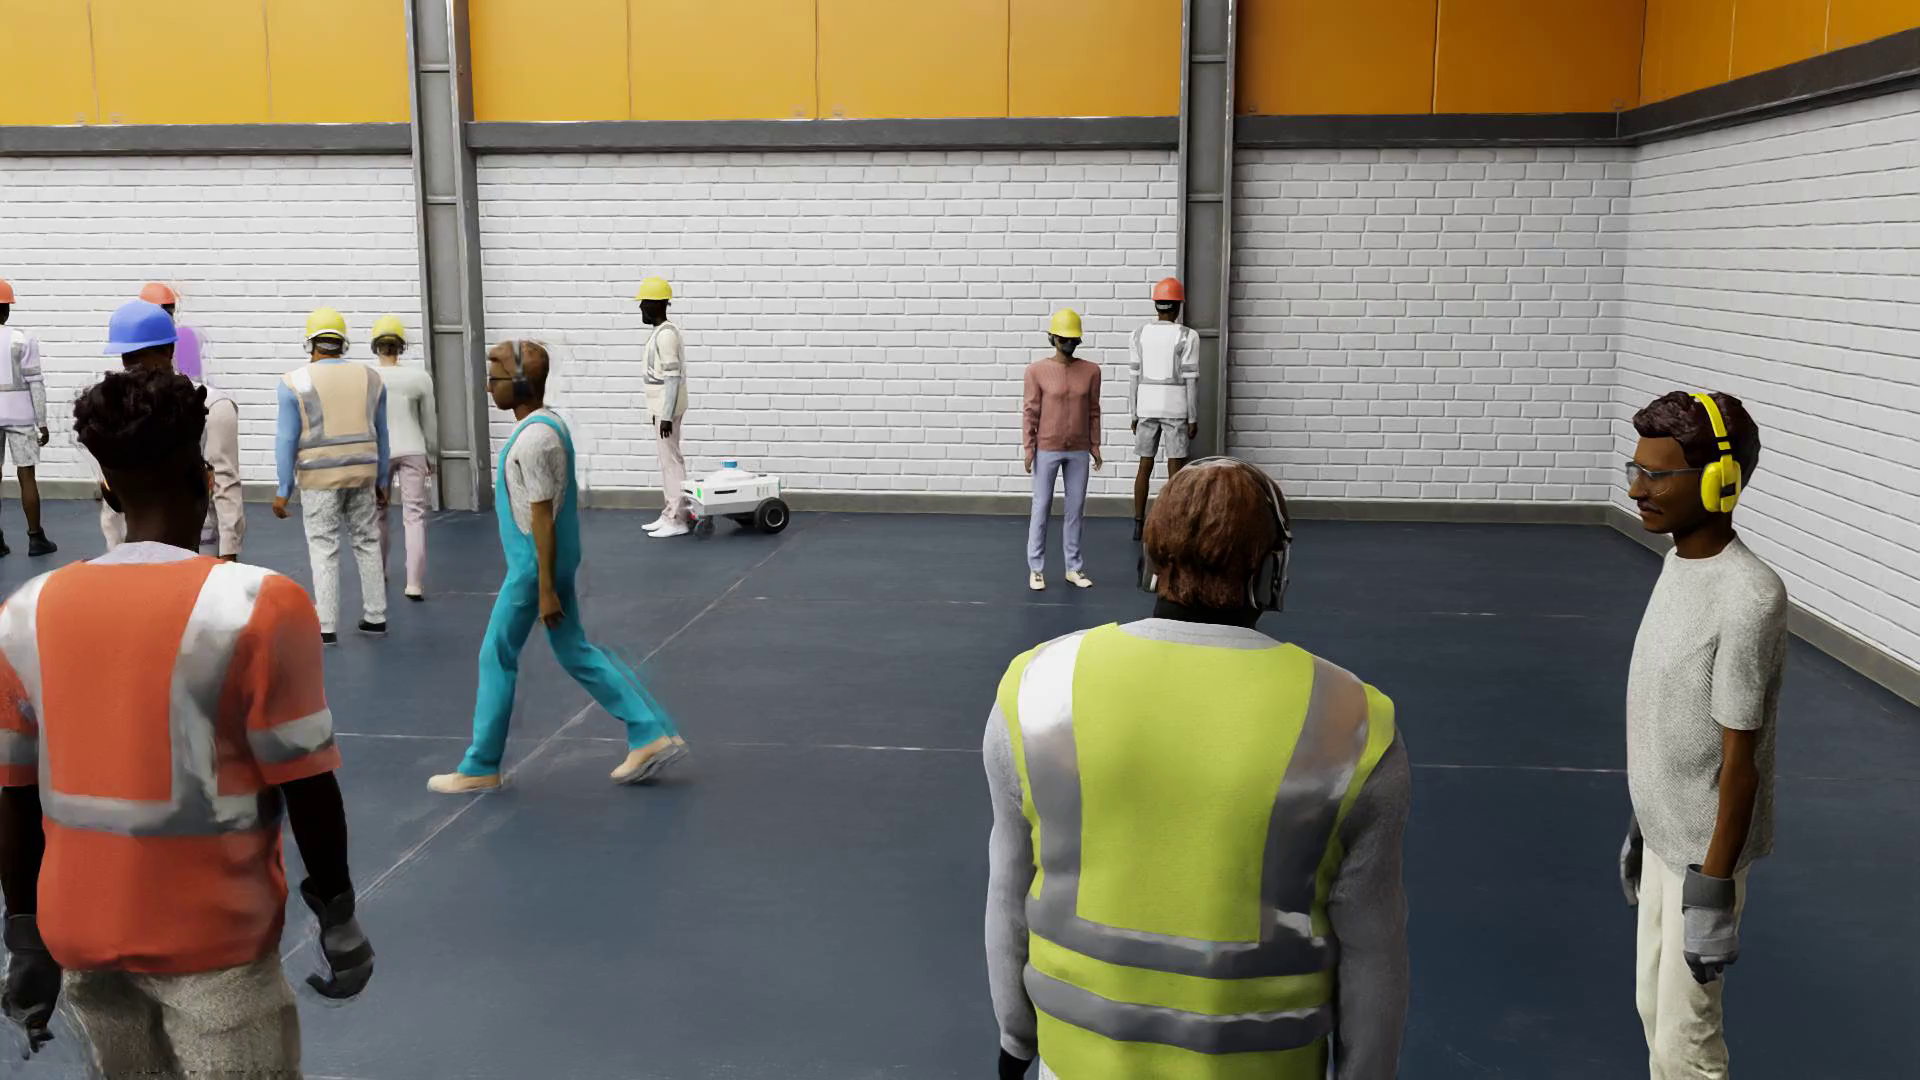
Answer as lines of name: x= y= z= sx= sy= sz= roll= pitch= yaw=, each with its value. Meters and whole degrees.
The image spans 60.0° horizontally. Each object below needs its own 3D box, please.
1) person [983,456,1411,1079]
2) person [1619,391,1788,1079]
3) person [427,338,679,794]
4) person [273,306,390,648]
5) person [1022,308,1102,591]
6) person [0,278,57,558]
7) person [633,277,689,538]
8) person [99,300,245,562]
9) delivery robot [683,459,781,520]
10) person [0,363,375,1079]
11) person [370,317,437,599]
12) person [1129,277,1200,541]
person: x=0.349 y=0.785 z=2.538 sx=0.636 sy=1.830 sz=0.429 roll=3 pitch=10 yaw=16
person: x=1.438 y=0.630 z=3.338 sx=0.334 sy=1.860 sz=0.509 roll=1 pitch=10 yaw=9
person: x=-1.589 y=0.114 z=6.484 sx=0.968 sy=1.800 sz=0.522 roll=0 pitch=10 yaw=-3
person: x=-3.366 y=-0.336 z=8.940 sx=0.405 sy=1.830 sz=0.624 roll=10 pitch=14 yaw=44
person: x=0.649 y=-0.561 z=10.415 sx=0.533 sy=1.765 sz=0.330 roll=-3 pitch=10 yaw=-17
person: x=-6.603 y=-0.822 z=11.510 sx=0.549 sy=1.903 sz=0.358 roll=-2 pitch=10 yaw=-14
person: x=-2.209 y=-0.981 z=12.349 sx=0.381 sy=1.928 sz=0.587 roll=-2 pitch=10 yaw=-14
person: x=-3.101 y=0.032 z=6.550 sx=0.615 sy=1.934 sz=0.422 roll=2 pitch=10 yaw=13
delivery robot: x=-1.714 y=-0.361 z=12.458 sx=0.707 sy=0.478 sz=0.477 roll=-6 pitch=12 yaw=-32
person: x=-1.412 y=0.685 z=2.810 sx=0.622 sy=1.936 sz=0.737 roll=3 pitch=10 yaw=15
person: x=-3.514 y=-0.520 z=10.325 sx=0.536 sy=1.704 sz=0.920 roll=-5 pitch=11 yaw=-25
person: x=1.495 y=-0.939 z=12.129 sx=0.542 sy=1.928 sz=0.399 roll=5 pitch=11 yaw=28
